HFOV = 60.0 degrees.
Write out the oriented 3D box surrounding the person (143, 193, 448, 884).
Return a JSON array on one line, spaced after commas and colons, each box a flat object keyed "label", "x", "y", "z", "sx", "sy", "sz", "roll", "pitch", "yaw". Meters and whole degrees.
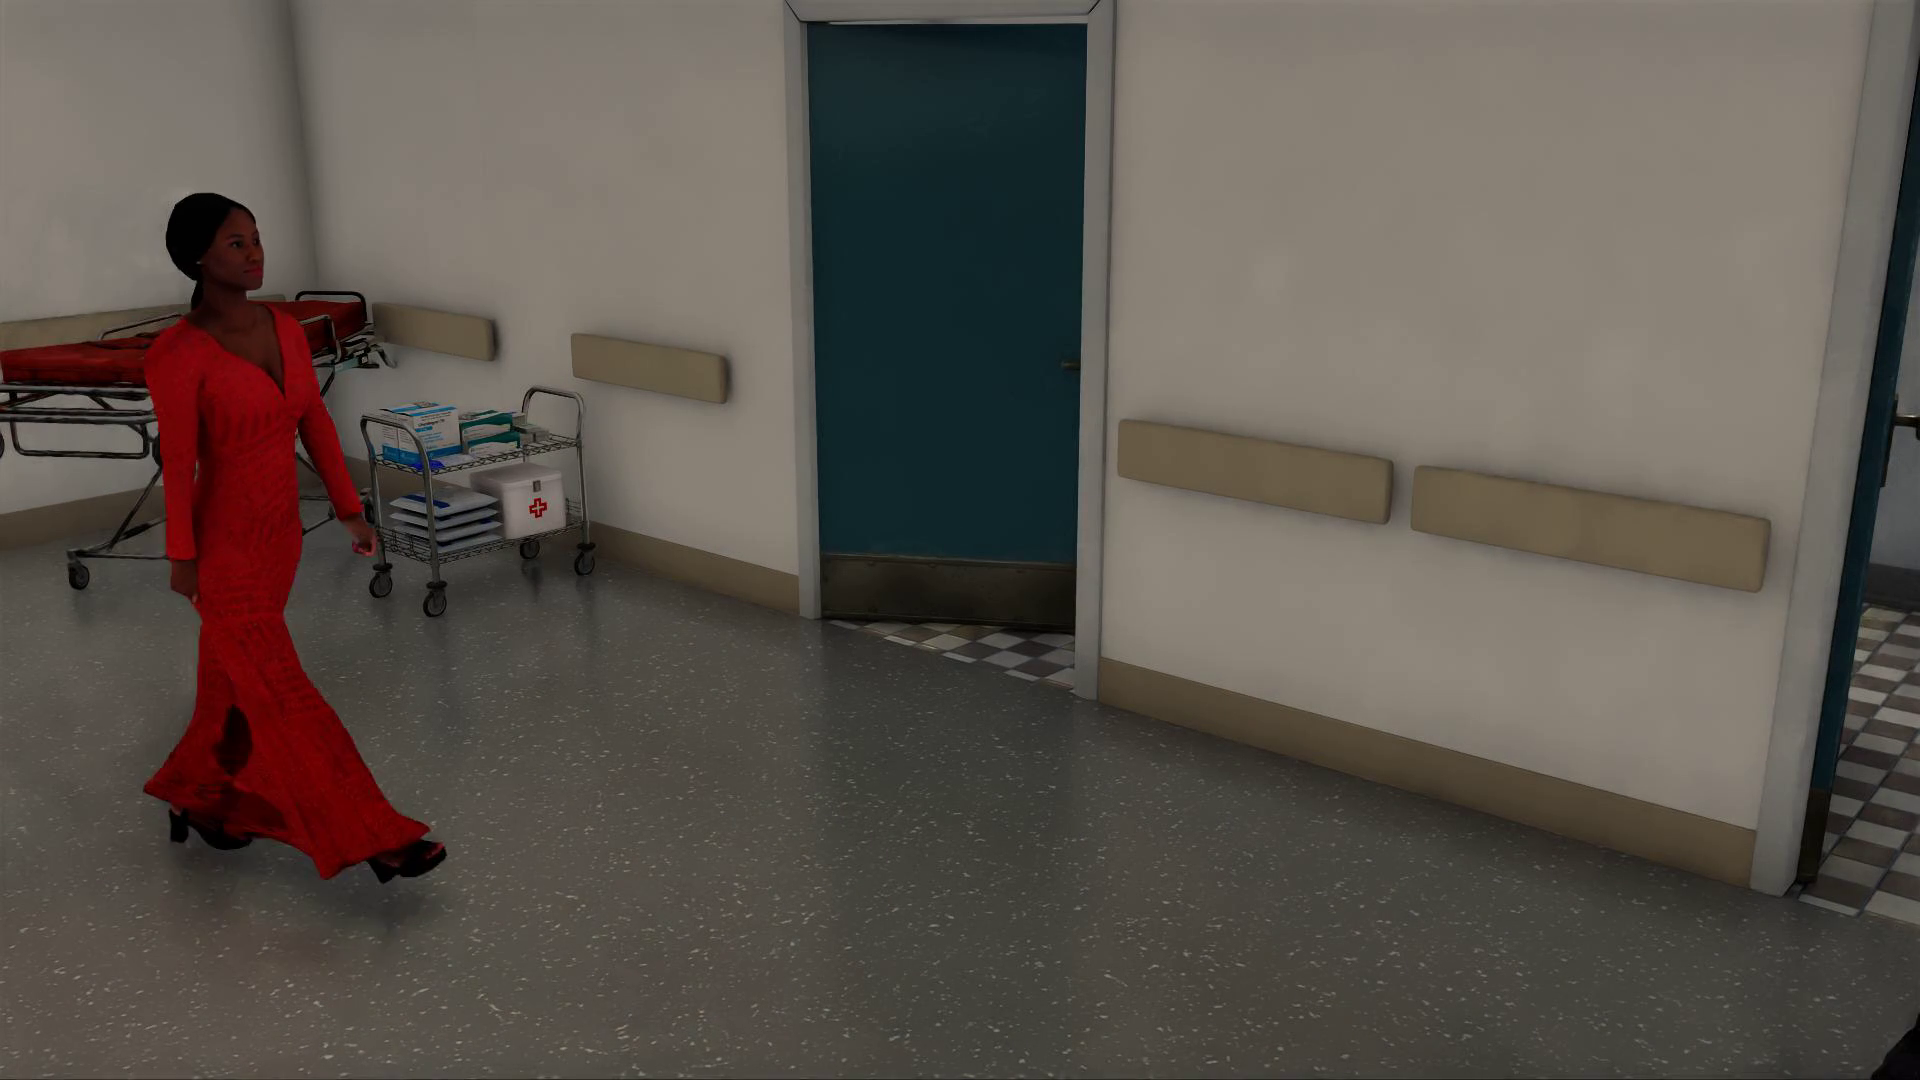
[{"label": "person", "x": -1.853, "y": 0.058, "z": 4.180, "sx": 1.271, "sy": 1.721, "sz": 0.976, "roll": 4, "pitch": 16, "yaw": 14}]
